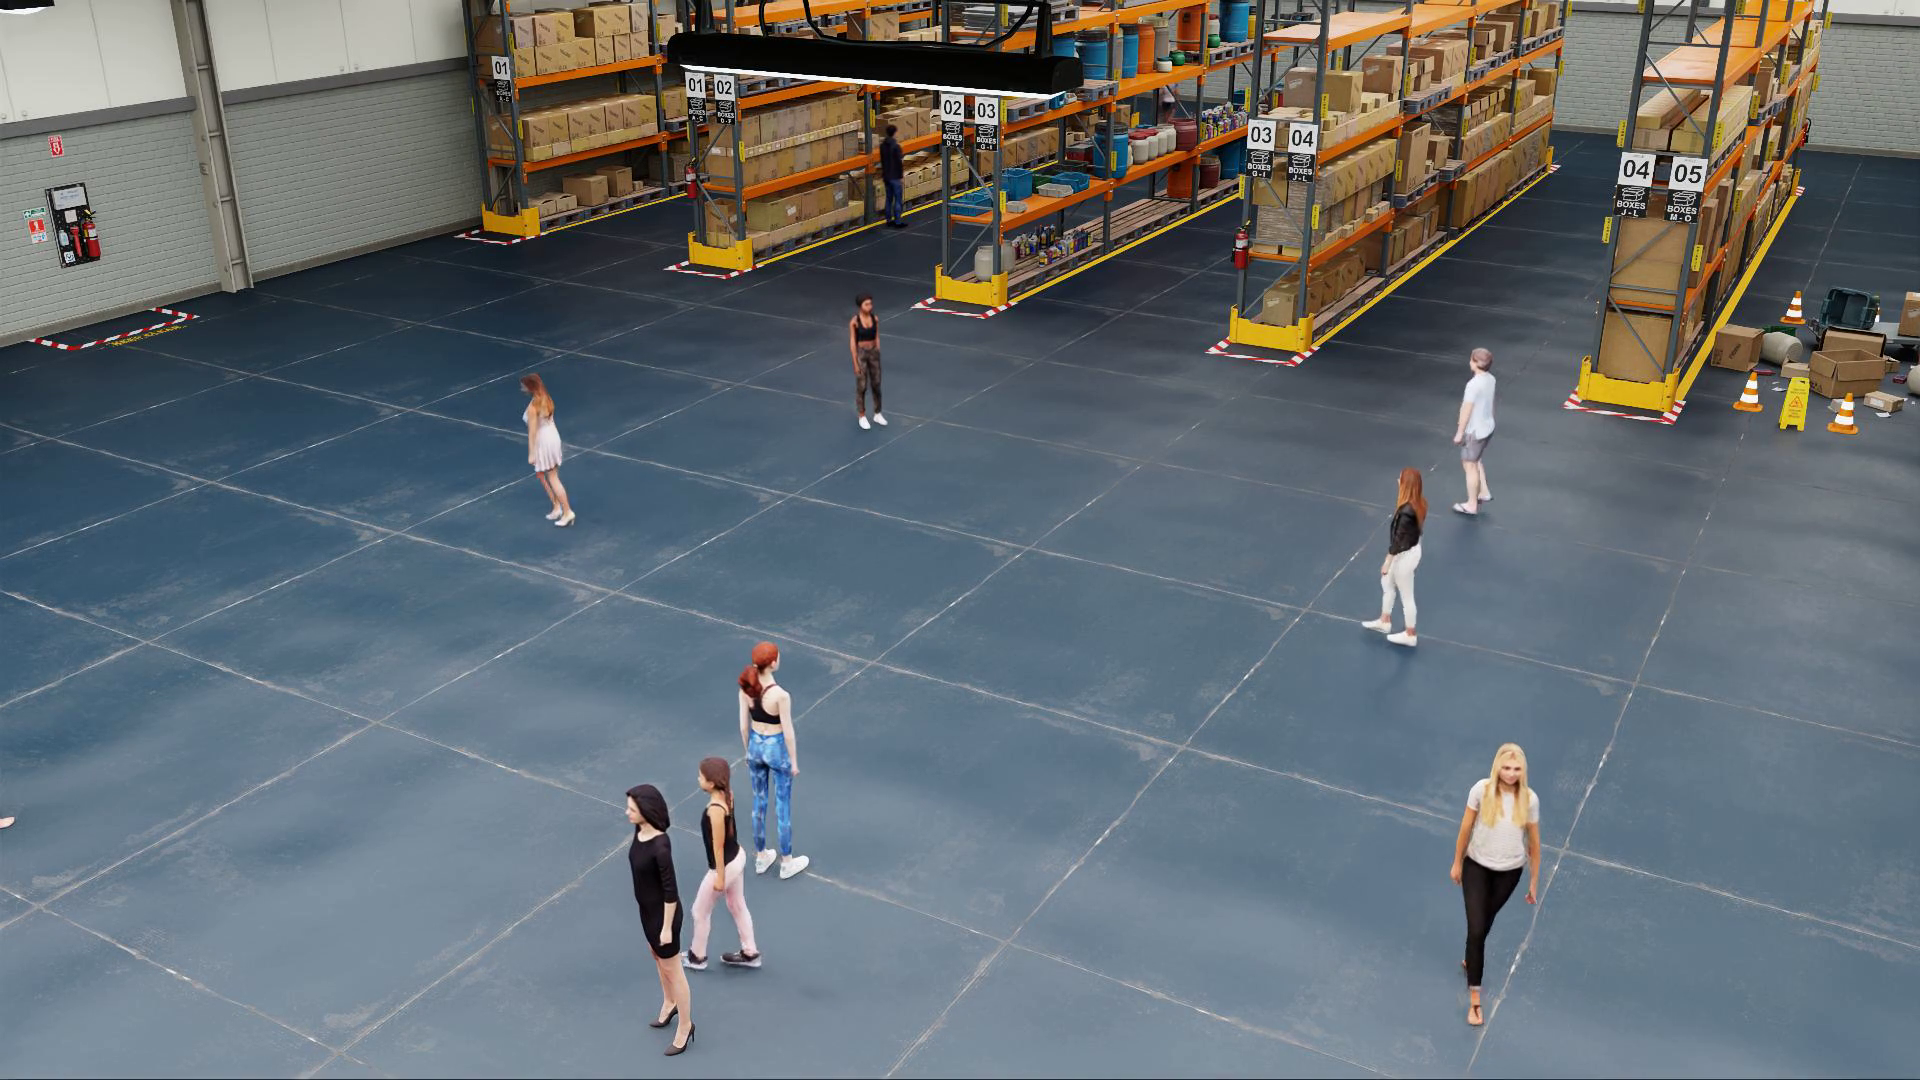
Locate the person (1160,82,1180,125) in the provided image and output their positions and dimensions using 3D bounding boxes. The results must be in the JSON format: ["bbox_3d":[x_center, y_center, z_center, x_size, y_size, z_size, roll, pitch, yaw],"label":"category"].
[{"bbox_3d":[5.075,-10.580,40.343,0.791,1.587,1.081,6,24,13],"label":"person"}]

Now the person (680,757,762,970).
[{"bbox_3d":[-1.438,2.092,10.607,0.780,1.539,0.842,4,23,10],"label":"person"}]

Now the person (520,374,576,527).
[{"bbox_3d":[-4.302,-0.929,17.461,0.762,1.734,0.697,8,24,18],"label":"person"}]

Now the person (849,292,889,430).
[{"bbox_3d":[-1.202,-2.252,20.616,0.682,1.701,0.764,-12,26,-26],"label":"person"}]

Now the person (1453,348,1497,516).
[{"bbox_3d":[5.640,-1.140,17.853,0.789,1.816,0.663,18,29,36],"label":"person"}]

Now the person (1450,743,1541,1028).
[{"bbox_3d":[3.314,2.028,10.427,0.915,1.799,1.104,2,23,4],"label":"person"}]

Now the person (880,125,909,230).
[{"bbox_3d":[-1.288,-6.764,30.987,0.744,1.887,0.691,20,30,38],"label":"person"}]

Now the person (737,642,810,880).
[{"bbox_3d":[-1.326,1.535,11.599,0.583,1.788,0.601,10,25,23],"label":"person"}]

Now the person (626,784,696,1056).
[{"bbox_3d":[-1.783,2.247,9.906,0.690,1.802,0.676,-11,25,-24],"label":"person"}]

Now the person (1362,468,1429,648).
[{"bbox_3d":[4.078,0.174,14.926,0.687,1.689,0.694,12,26,26],"label":"person"}]
